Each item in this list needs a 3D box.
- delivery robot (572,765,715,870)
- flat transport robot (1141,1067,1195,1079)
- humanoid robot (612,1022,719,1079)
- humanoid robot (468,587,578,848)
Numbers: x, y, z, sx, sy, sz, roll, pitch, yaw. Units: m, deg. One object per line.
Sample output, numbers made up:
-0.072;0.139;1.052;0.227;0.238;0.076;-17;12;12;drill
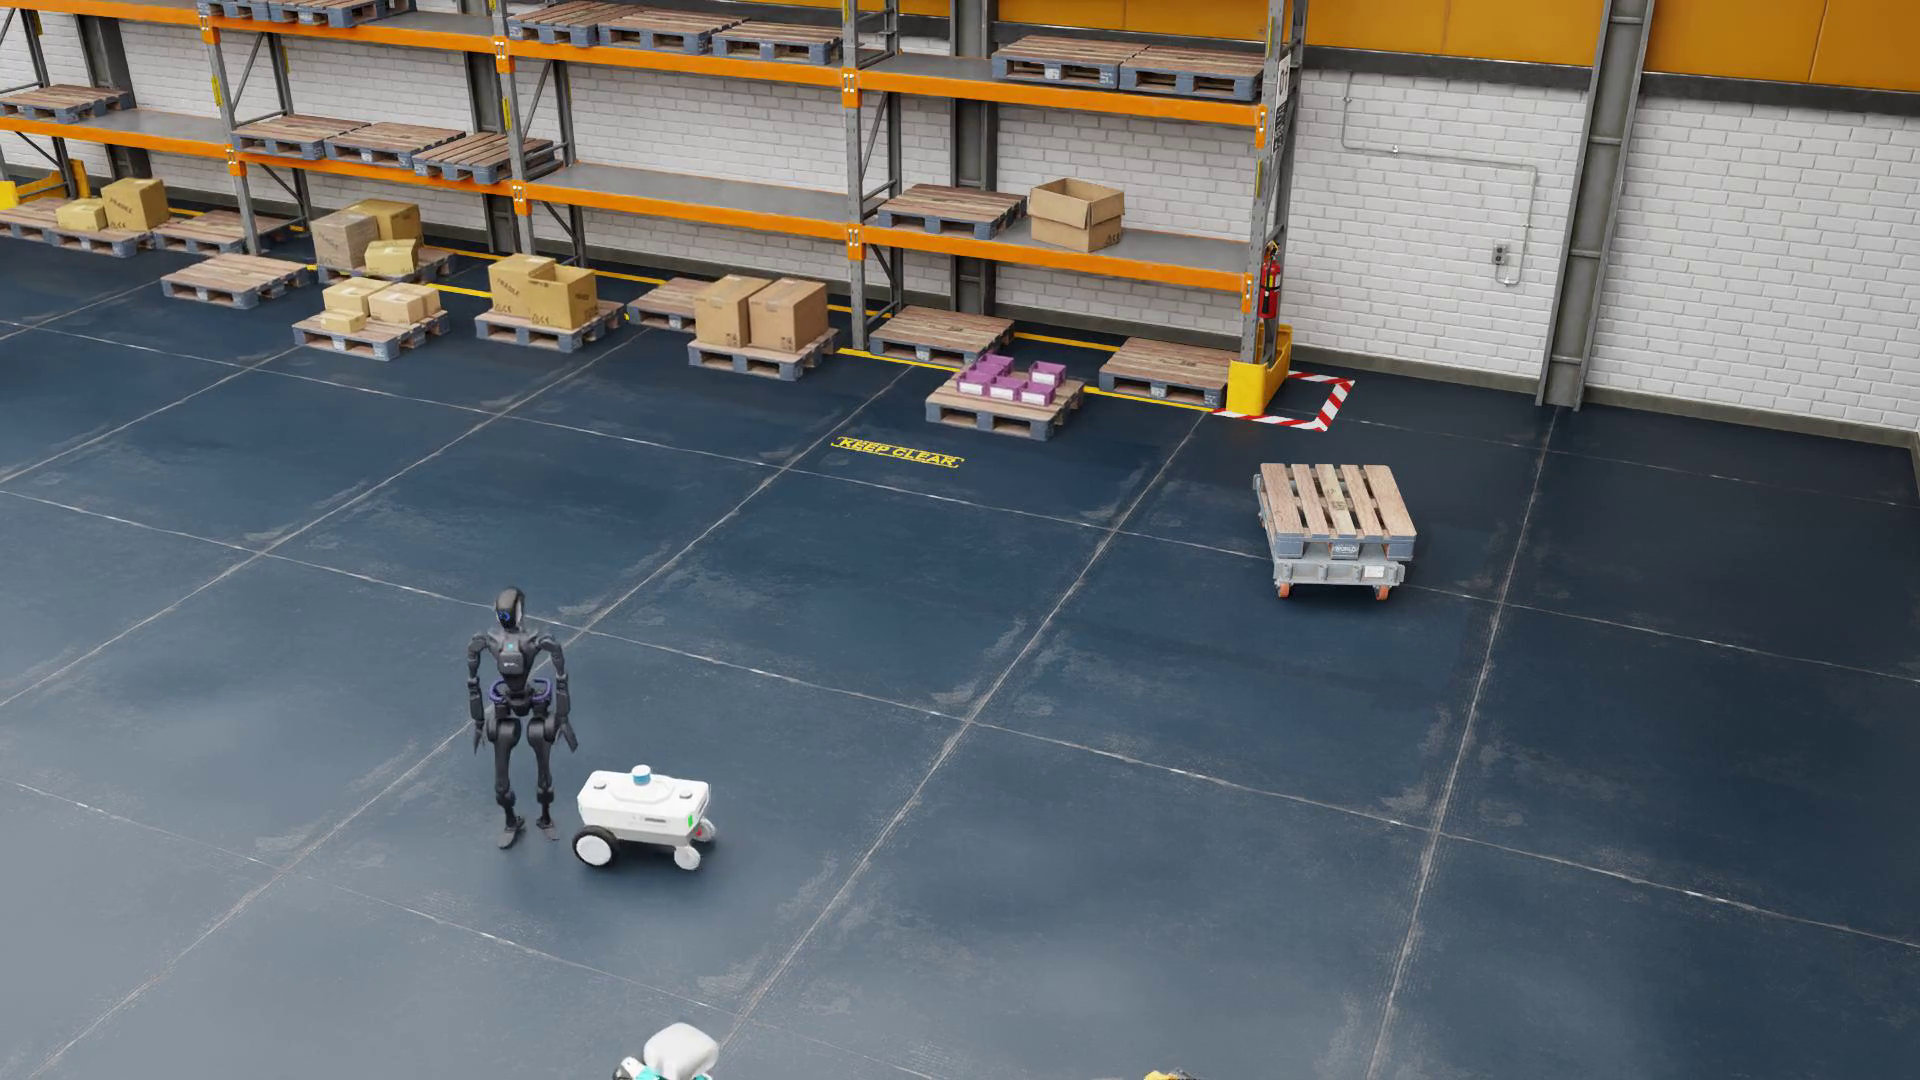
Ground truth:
-1.825;1.571;9.578;0.802;0.600;0.499;5;28;9;delivery robot
1.153;2.885;7.339;0.659;0.231;1.431;-21;34;-35;flat transport robot
-0.923;2.534;6.505;0.541;1.871;0.718;15;31;26;humanoid robot
-2.480;1.016;9.429;0.599;1.654;0.346;-2;27;-4;humanoid robot
